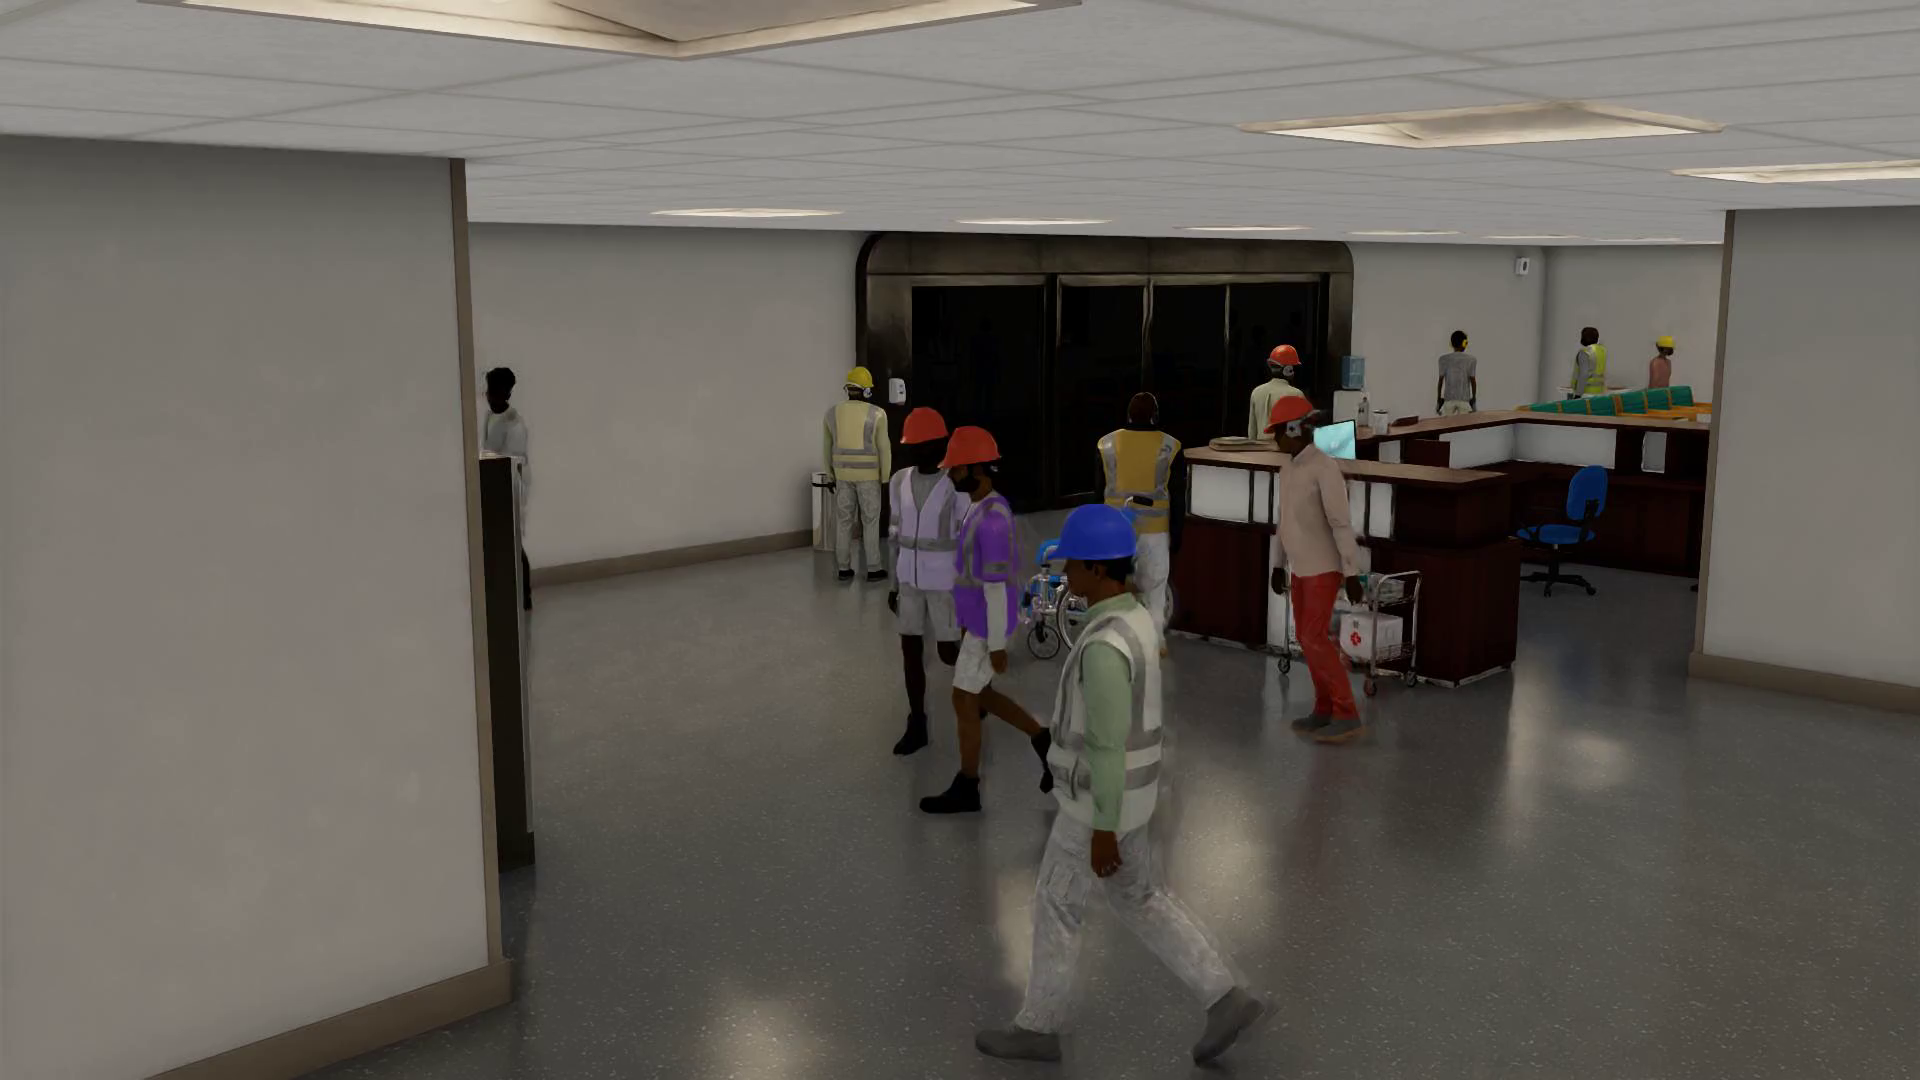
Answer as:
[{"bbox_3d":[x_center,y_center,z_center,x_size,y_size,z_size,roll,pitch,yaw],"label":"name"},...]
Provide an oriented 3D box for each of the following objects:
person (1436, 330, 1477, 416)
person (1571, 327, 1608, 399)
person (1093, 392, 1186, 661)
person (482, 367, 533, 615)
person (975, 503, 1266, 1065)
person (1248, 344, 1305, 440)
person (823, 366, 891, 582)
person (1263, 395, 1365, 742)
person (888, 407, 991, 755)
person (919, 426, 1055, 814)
[{"bbox_3d":[6.447,-1.783,21.591,0.518,1.865,0.330,4,10,23],"label":"person"},{"bbox_3d":[8.886,-2.097,23.580,0.633,1.841,0.429,-8,12,-42],"label":"person"},{"bbox_3d":[1.216,-0.081,11.256,0.631,1.835,0.429,2,10,14],"label":"person"},{"bbox_3d":[-3.520,-0.387,12.856,0.368,1.932,0.764,-5,11,-30],"label":"person"},{"bbox_3d":[0.543,0.823,5.468,0.909,1.915,0.621,3,10,16],"label":"person"},{"bbox_3d":[2.820,-0.724,14.680,0.384,1.993,0.623,-7,12,-36],"label":"person"},{"bbox_3d":[-0.860,-0.557,14.159,0.598,1.830,0.403,3,10,18],"label":"person"},{"bbox_3d":[1.981,0.156,9.429,0.535,1.947,0.645,-2,9,-11],"label":"person"},{"bbox_3d":[-0.120,0.201,9.269,0.549,1.915,0.720,5,11,30],"label":"person"},{"bbox_3d":[0.192,0.392,8.102,0.705,1.913,0.547,0,9,-1],"label":"person"}]
